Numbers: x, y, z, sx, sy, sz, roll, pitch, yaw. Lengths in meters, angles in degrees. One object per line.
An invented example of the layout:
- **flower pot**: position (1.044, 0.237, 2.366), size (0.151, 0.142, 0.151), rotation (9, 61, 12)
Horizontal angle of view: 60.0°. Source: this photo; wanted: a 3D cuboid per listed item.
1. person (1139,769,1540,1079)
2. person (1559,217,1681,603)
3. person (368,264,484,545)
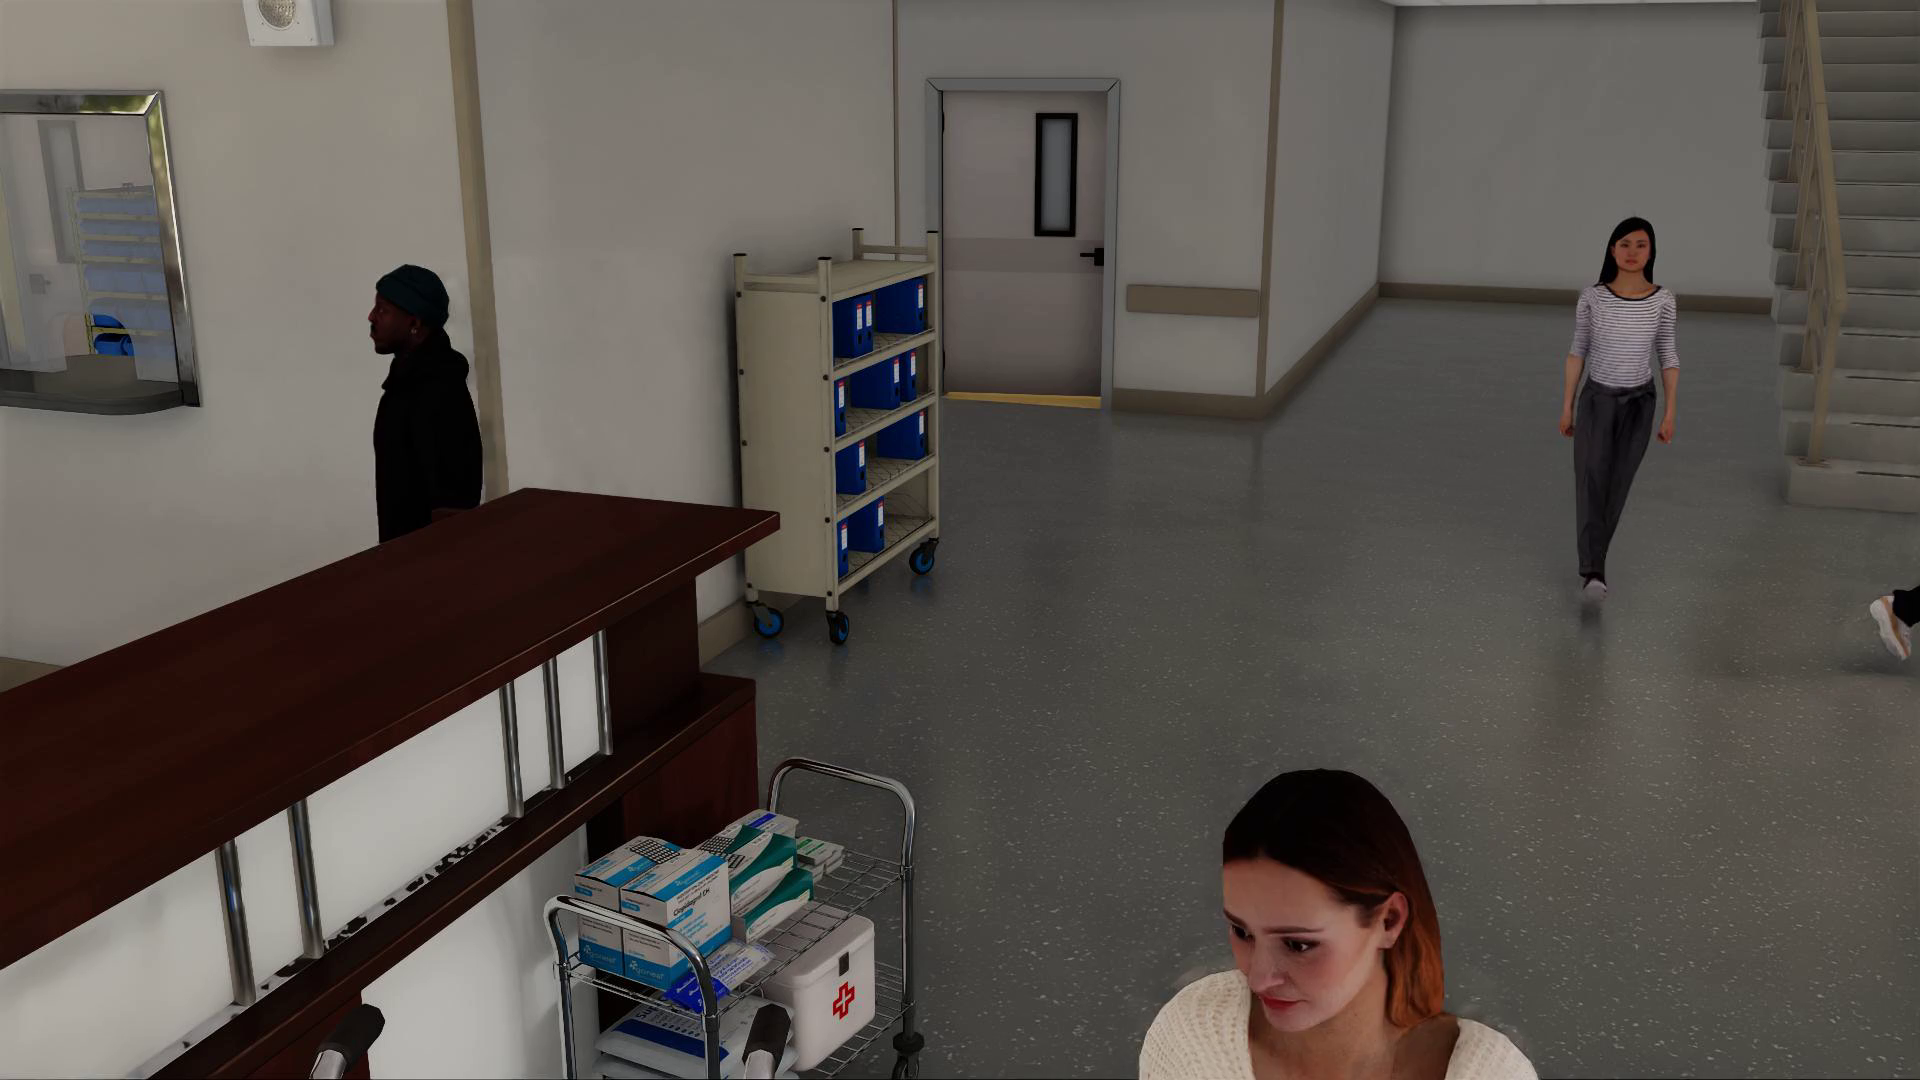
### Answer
- **person**: position (0.395, 1.017, 1.928), size (0.659, 1.681, 0.760), rotation (4, 16, 15)
- **person**: position (2.994, -0.588, 7.597), size (0.663, 1.693, 1.080), rotation (4, 16, 15)
- **person**: position (-1.503, 0.078, 5.067), size (1.229, 1.785, 1.219), rotation (-6, 17, -20)
